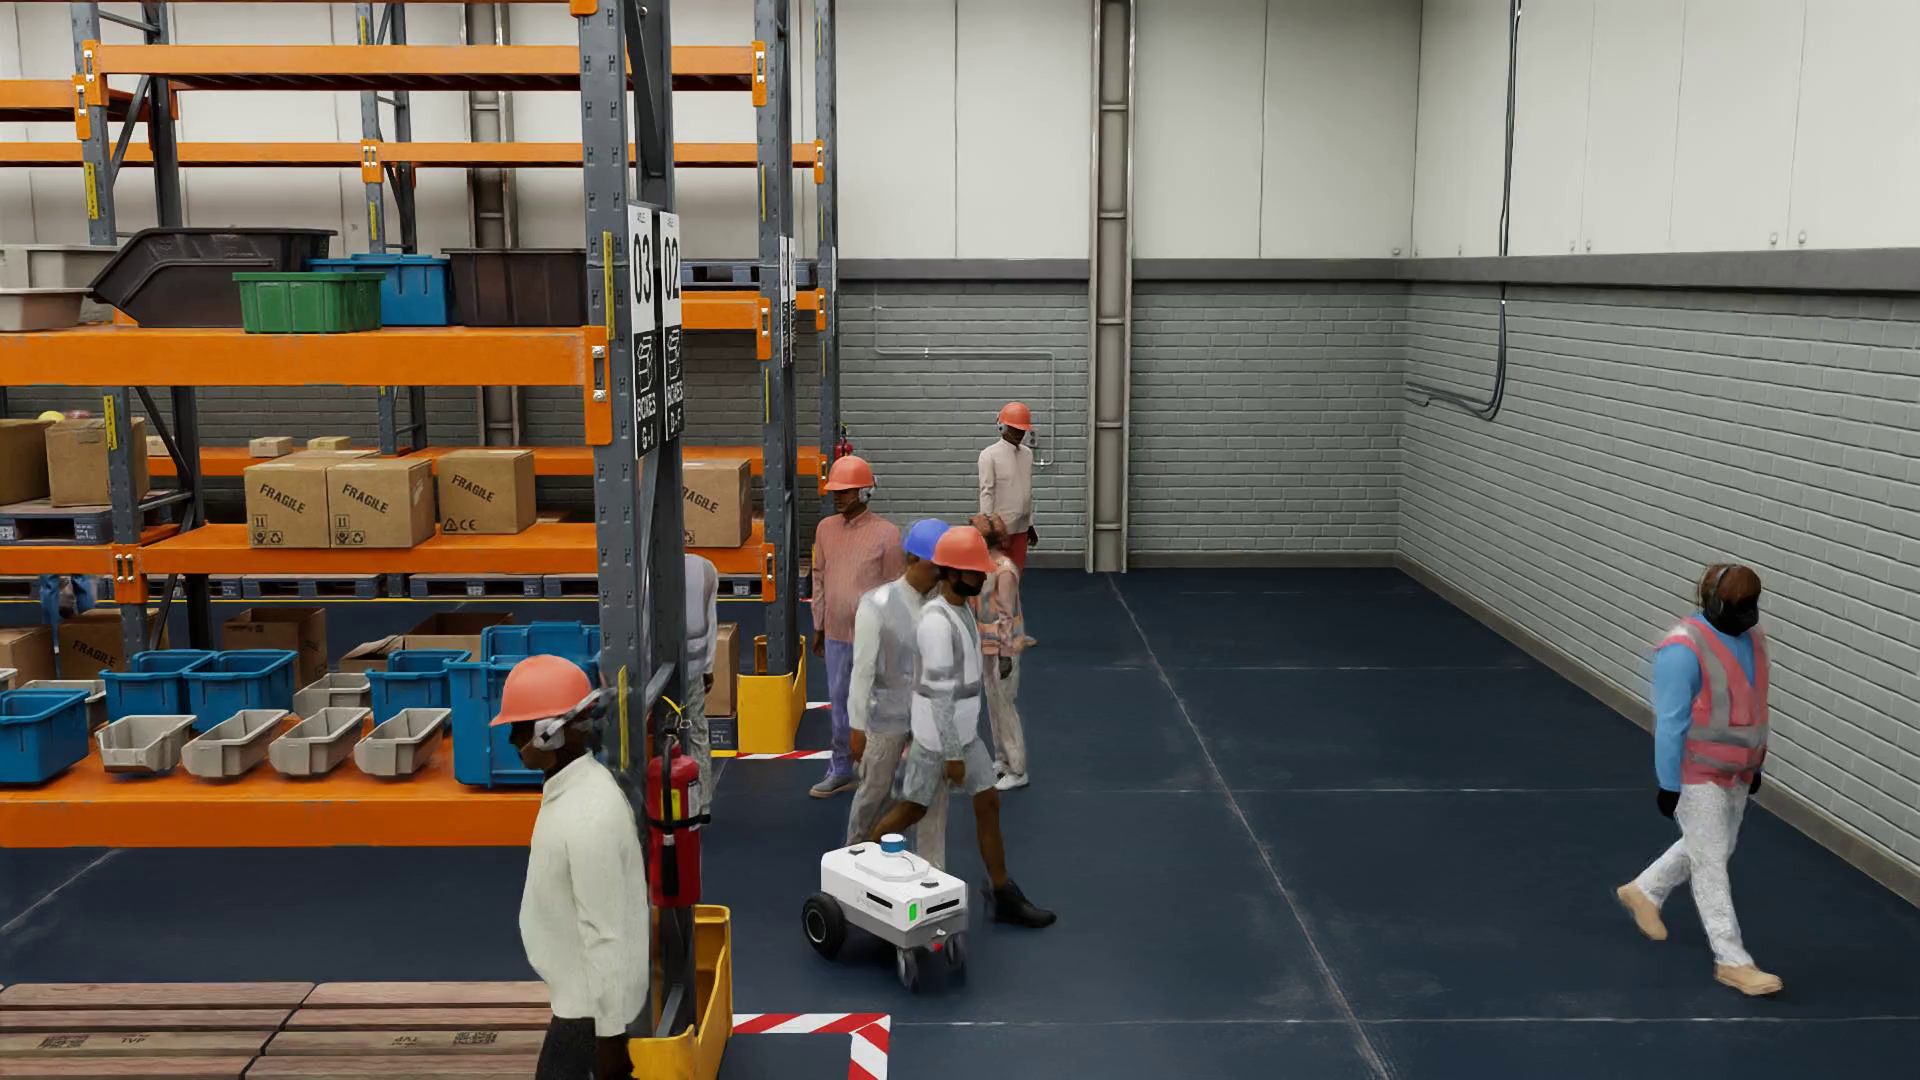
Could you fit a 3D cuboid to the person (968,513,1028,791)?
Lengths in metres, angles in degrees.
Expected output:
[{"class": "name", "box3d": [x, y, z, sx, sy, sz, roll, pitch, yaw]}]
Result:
[{"class": "person", "box3d": [0.212, 0.646, 9.762, 0.342, 1.618, 0.520, -3, 10, -18]}]

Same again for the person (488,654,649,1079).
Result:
[{"class": "person", "box3d": [-1.002, 1.281, 4.858, 0.894, 1.956, 0.636, -3, 10, -18]}]

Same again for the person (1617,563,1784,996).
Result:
[{"class": "person", "box3d": [3.215, 0.976, 7.161, 0.657, 1.825, 0.756, -6, 11, -32]}]

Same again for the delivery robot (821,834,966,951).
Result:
[{"class": "delivery robot", "box3d": [-0.295, 1.533, 7.284, 0.477, 0.478, 0.707, -8, 12, -39]}]

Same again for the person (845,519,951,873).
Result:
[{"class": "person", "box3d": [-0.305, 0.808, 7.933, 0.641, 1.895, 0.850, -6, 11, -31]}]

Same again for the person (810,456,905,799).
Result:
[{"class": "person", "box3d": [-0.596, 0.512, 9.423, 0.625, 1.992, 0.386, 6, 11, 33]}]

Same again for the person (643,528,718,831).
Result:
[{"class": "person", "box3d": [-1.556, 0.686, 8.853, 0.403, 1.831, 0.595, 9, 13, 43]}]

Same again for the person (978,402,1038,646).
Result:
[{"class": "person", "box3d": [0.401, -0.107, 13.248, 0.393, 1.985, 0.611, 8, 12, 40]}]

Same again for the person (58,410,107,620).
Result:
[{"class": "person", "box3d": [-7.294, -0.142, 13.803, 0.460, 1.880, 0.645, -3, 10, -19]}]

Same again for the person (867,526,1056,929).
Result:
[{"class": "person", "box3d": [-0.107, 0.858, 7.672, 1.033, 1.889, 0.554, 3, 10, 18]}]

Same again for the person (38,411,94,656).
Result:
[{"class": "person", "box3d": [-7.084, -0.052, 13.090, 0.588, 1.927, 0.371, -5, 10, -27]}]
